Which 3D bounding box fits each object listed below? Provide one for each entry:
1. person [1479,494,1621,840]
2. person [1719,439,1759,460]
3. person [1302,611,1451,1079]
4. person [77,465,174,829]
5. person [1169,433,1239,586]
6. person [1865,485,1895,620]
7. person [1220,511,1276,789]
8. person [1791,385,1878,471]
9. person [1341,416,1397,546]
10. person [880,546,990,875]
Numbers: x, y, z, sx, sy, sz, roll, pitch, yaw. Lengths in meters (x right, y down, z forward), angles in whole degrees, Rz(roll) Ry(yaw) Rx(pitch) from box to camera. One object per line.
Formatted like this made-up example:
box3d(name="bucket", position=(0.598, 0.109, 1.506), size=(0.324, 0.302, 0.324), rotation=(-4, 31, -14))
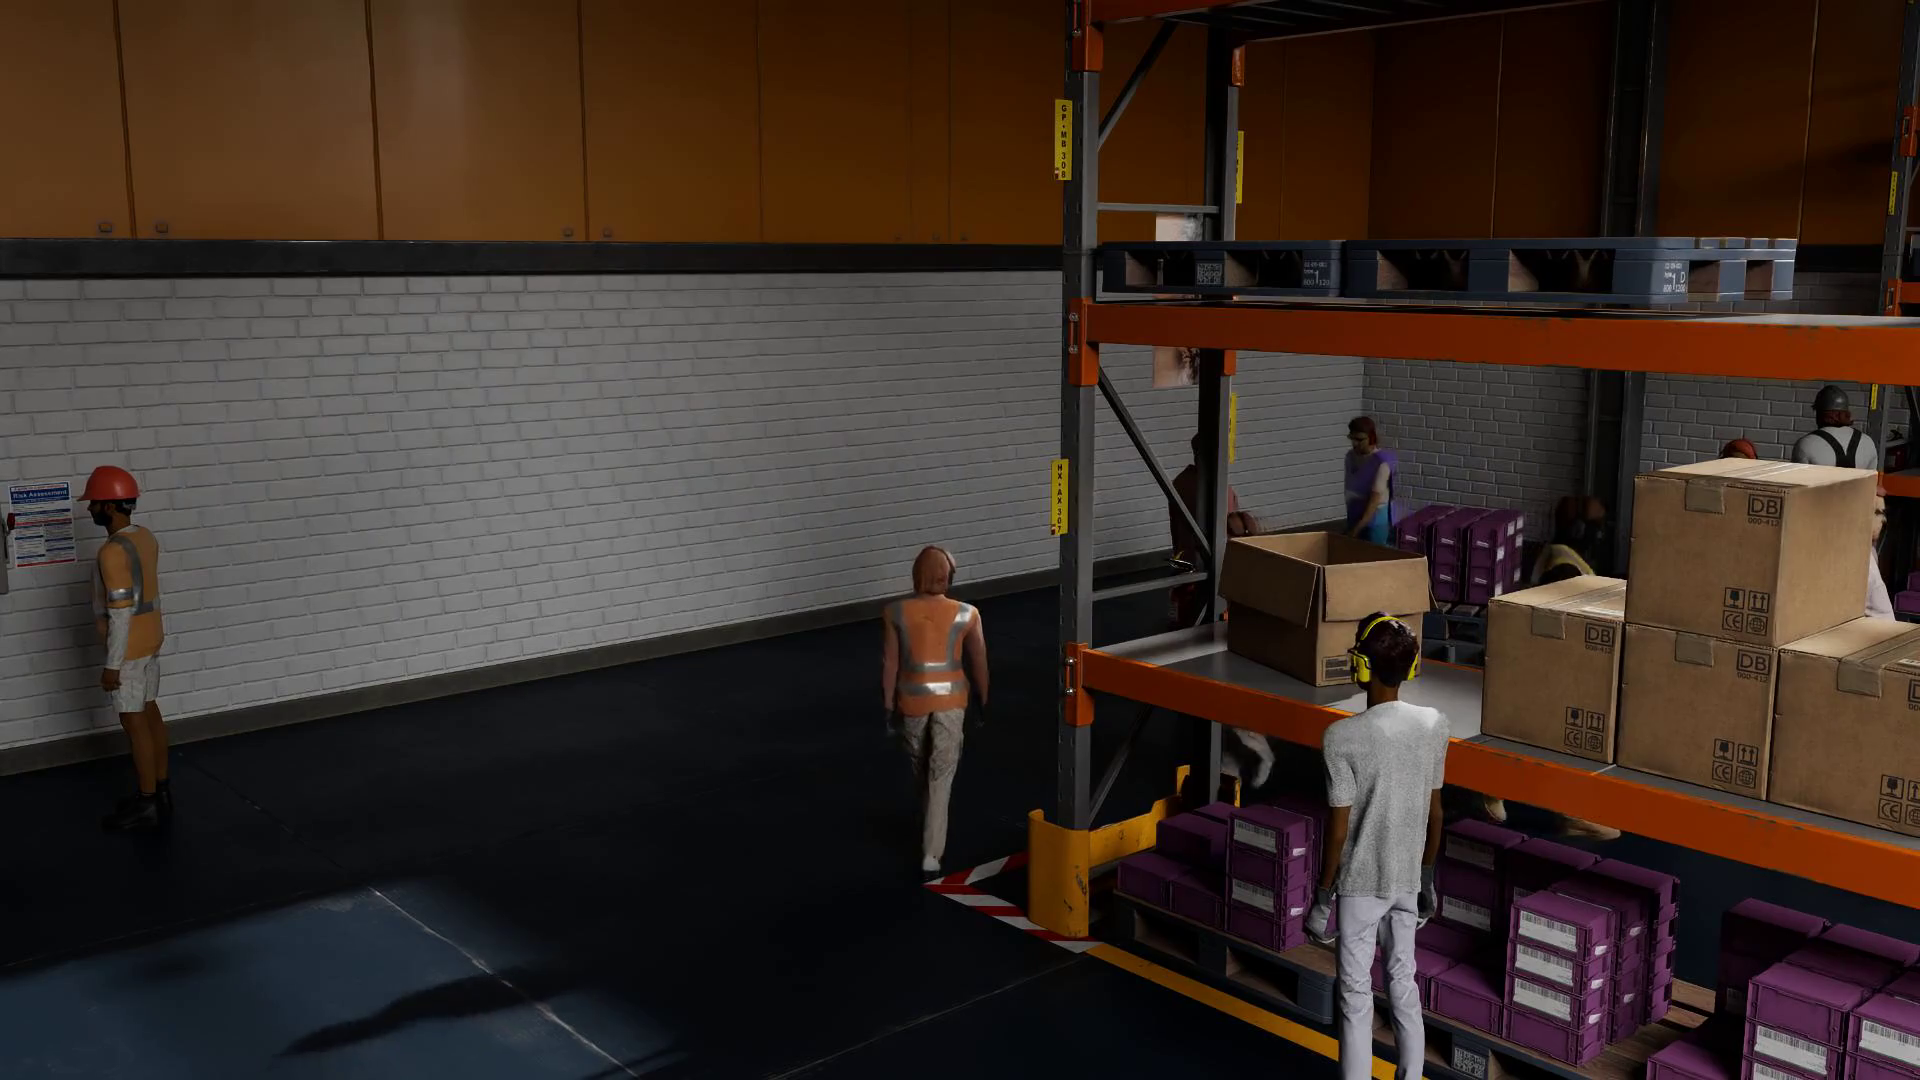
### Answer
box3d(name="person", position=(3.096, 0.660, 8.624), size=(0.668, 1.824, 0.640), rotation=(4, 11, 23))
box3d(name="person", position=(4.932, 0.283, 10.691), size=(0.574, 1.881, 0.358), rotation=(2, 10, 12))
box3d(name="person", position=(1.385, 1.161, 5.581), size=(0.513, 1.872, 0.328), rotation=(-5, 11, -25))
box3d(name="person", position=(-4.445, 0.567, 8.862), size=(0.354, 1.939, 0.544), rotation=(-2, 10, -10))
box3d(name="person", position=(1.652, 0.209, 11.036), size=(0.410, 1.913, 0.643), rotation=(-5, 11, -27))
box3d(name="person", position=(4.504, 0.652, 8.458), size=(0.411, 1.908, 0.643), rotation=(4, 10, 21))
box3d(name="person", position=(1.542, 0.642, 9.330), size=(0.369, 1.624, 0.534), rotation=(-6, 11, -30))
box3d(name="person", position=(6.732, -0.196, 13.029), size=(0.674, 2.000, 0.535), rotation=(-1, 10, -8))
box3d(name="person", position=(3.140, -0.091, 13.163), size=(0.897, 1.781, 0.608), rotation=(-4, 10, -22))
box3d(name="person", position=(-0.126, 0.830, 8.324), size=(0.533, 1.596, 0.859), rotation=(2, 10, 10))
